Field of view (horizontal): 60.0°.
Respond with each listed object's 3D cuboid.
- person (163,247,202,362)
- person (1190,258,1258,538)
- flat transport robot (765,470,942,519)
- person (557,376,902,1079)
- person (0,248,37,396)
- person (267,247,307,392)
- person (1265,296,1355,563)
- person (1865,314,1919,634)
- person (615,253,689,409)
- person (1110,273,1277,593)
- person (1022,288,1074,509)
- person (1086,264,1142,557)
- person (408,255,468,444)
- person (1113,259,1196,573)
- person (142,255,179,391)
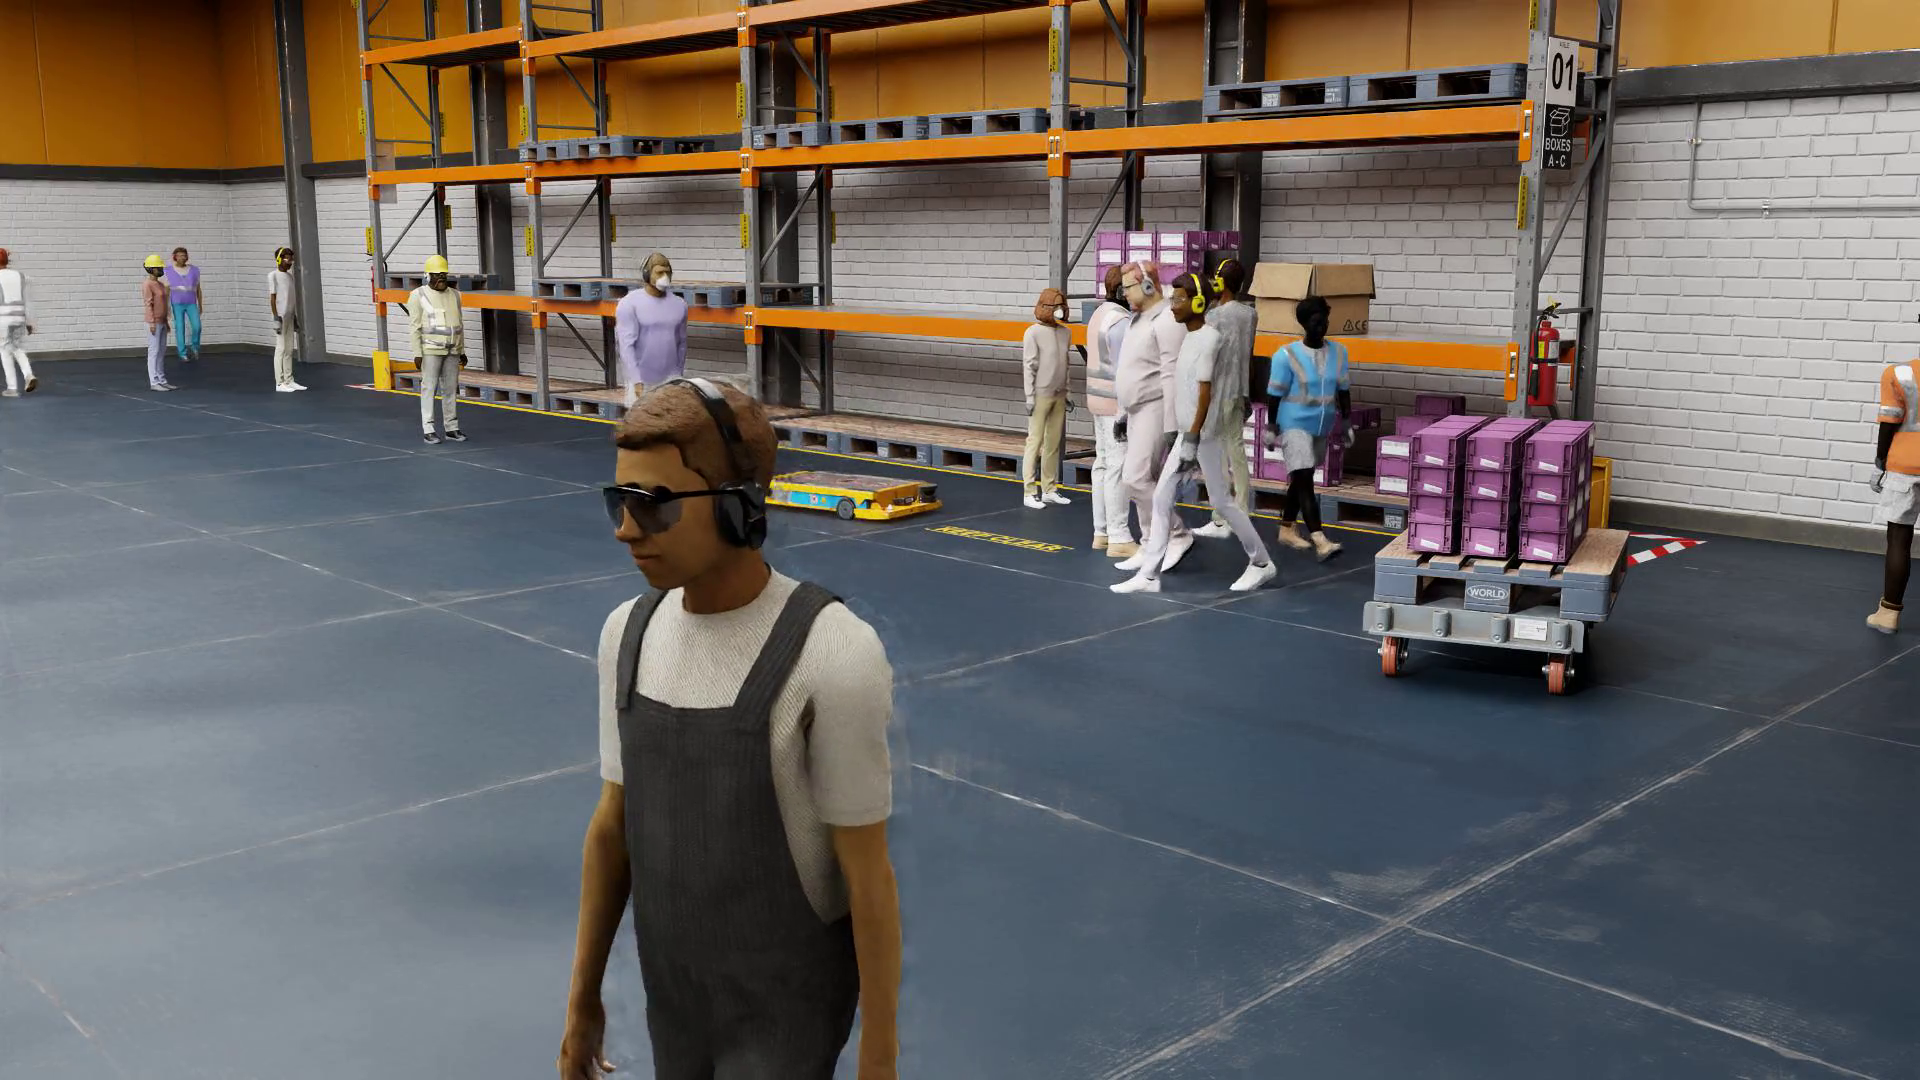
[{"bbox_3d":[-12.383,-3.747,26.541,0.563,1.832,0.457,-8,13,-36],"label":"person"},{"bbox_3d":[1.776,-0.944,11.167,0.532,1.867,0.315,-10,14,-43],"label":"person"},{"bbox_3d":[-0.898,-0.346,12.261,1.431,0.197,0.652,7,13,34],"label":"flat transport robot"},{"bbox_3d":[-0.350,0.692,2.337,0.555,1.832,0.452,8,13,38],"label":"person"},{"bbox_3d":[-11.953,-2.729,20.886,0.446,1.871,0.598,6,12,28],"label":"person"},{"bbox_3d":[-8.767,-2.862,21.635,0.326,1.865,0.518,1,10,8],"label":"person"},{"bbox_3d":[2.197,-0.684,10.341,0.544,1.635,0.921,-5,12,-25],"label":"person"},{"bbox_3d":[4.897,-0.355,8.422,0.539,1.696,0.317,2,11,10],"label":"person"},{"bbox_3d":[-2.310,-1.207,12.560,0.635,1.896,1.007,-8,13,-37],"label":"person"},{"bbox_3d":[1.377,-0.583,9.364,0.969,1.818,0.517,-3,11,-14],"label":"person"},{"bbox_3d":[0.664,-1.059,12.426,0.271,1.632,0.503,10,14,44],"label":"person"},{"bbox_3d":[1.021,-0.817,10.546,0.429,1.844,0.626,-2,11,-11],"label":"person"},{"bbox_3d":[-5.078,-1.861,16.263,0.404,1.830,0.599,8,13,37],"label":"person"},{"bbox_3d":[1.114,-0.723,9.926,0.408,1.880,0.654,-2,11,-8],"label":"person"},{"bbox_3d":[-10.455,-2.824,21.696,0.312,1.768,0.522,-1,10,-5],"label":"person"}]
